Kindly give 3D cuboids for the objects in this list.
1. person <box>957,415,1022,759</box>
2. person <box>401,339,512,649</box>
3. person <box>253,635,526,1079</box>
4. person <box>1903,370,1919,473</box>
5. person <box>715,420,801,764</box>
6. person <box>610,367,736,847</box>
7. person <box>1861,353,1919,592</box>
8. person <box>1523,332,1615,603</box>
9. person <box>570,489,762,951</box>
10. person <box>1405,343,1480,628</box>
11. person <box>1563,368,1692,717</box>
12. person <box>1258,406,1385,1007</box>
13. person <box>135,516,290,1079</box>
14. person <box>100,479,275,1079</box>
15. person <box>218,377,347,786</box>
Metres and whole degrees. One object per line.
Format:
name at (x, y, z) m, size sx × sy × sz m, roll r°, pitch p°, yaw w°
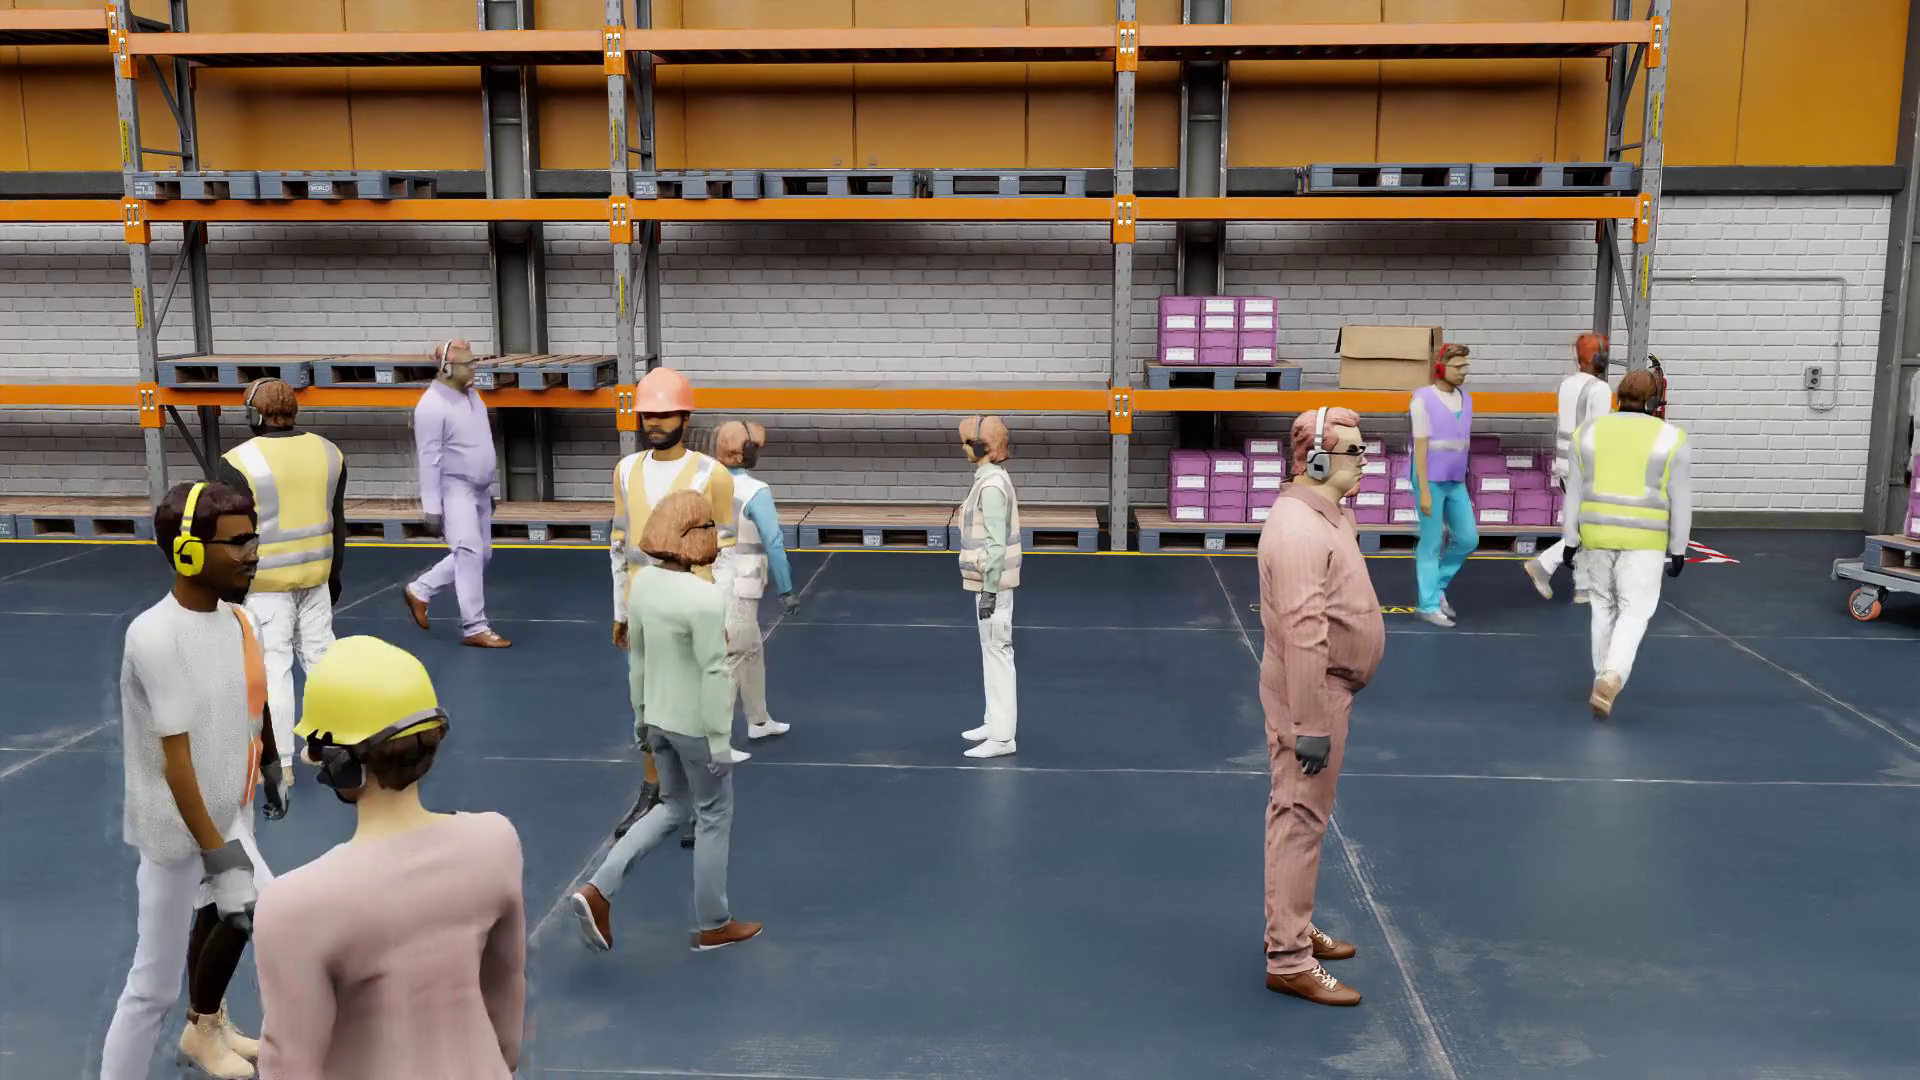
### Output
person at (0.140, 0.221, 7.930) m, size 0.311 × 1.636 × 0.523 m, roll 0°, pitch 10°, yaw 0°
person at (-3.106, -0.281, 10.122) m, size 0.693 × 1.892 × 0.642 m, roll 1°, pitch 10°, yaw 8°
person at (-1.013, 1.020, 2.891) m, size 0.590 × 1.747 × 0.548 m, roll 7°, pitch 12°, yaw 36°
person at (7.040, -0.593, 11.782) m, size 0.528 × 1.946 × 0.629 m, roll -1°, pitch 10°, yaw -3°
person at (-0.975, 0.244, 7.877) m, size 0.723 × 1.613 × 0.536 m, roll -7°, pitch 12°, yaw -37°
person at (-1.173, 0.274, 6.722) m, size 0.548 × 1.942 × 0.348 m, roll 3°, pitch 10°, yaw 19°
person at (7.005, -0.540, 11.709) m, size 1.013 × 1.876 × 0.607 m, roll 2°, pitch 10°, yaw 10°
person at (4.194, -0.473, 11.295) m, size 0.645 × 1.870 × 0.600 m, roll -1°, pitch 10°, yaw -7°
person at (-0.979, 0.634, 5.579) m, size 0.605 × 1.616 × 0.503 m, roll -9°, pitch 13°, yaw -41°
person at (3.084, -0.348, 10.689) m, size 0.580 × 1.830 × 0.442 m, roll -7°, pitch 12°, yaw -34°
person at (3.461, 0.010, 8.697) m, size 0.640 × 1.812 × 0.832 m, roll 7°, pitch 12°, yaw 37°
person at (1.159, 0.520, 5.389) m, size 0.407 × 1.908 × 0.642 m, roll 2°, pitch 10°, yaw 12°
person at (-2.126, 0.735, 4.775) m, size 0.427 × 1.677 × 0.554 m, roll 1°, pitch 10°, yaw 4°
person at (-1.818, 0.767, 4.193) m, size 0.943 × 1.826 × 0.541 m, roll 0°, pitch 10°, yaw 0°
person at (-3.070, 0.186, 7.532) m, size 0.429 × 1.842 × 0.633 m, roll 6°, pitch 11°, yaw 30°
